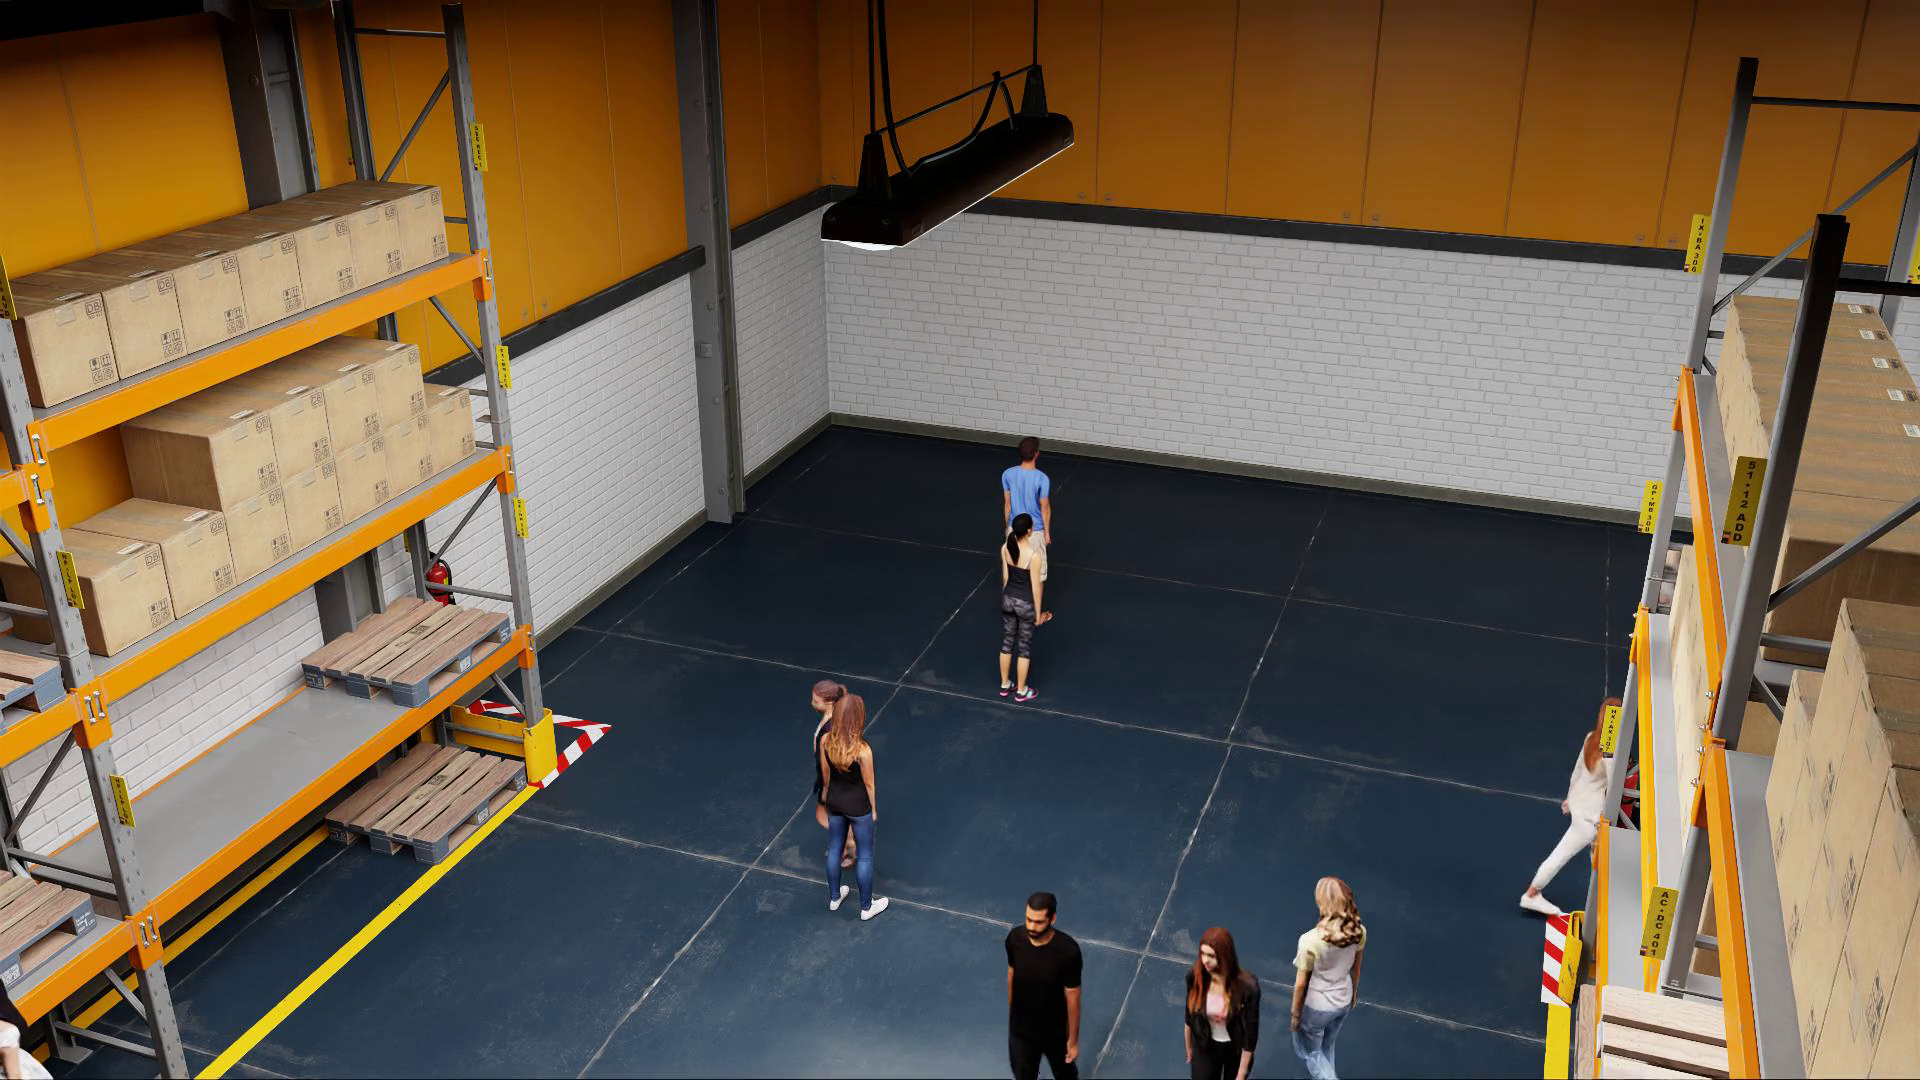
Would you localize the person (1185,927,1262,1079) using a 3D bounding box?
[{"bbox_3d":[1.509,2.841,9.353,0.593,1.657,1.136,8,25,19],"label":"person"}]

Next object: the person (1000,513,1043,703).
[{"bbox_3d":[0.514,0.579,14.442,0.619,1.724,0.618,17,29,34],"label":"person"}]

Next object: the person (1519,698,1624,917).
[{"bbox_3d":[4.257,1.892,11.516,0.856,1.662,1.118,2,24,4],"label":"person"}]

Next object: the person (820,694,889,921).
[{"bbox_3d":[-0.767,1.845,11.549,0.617,1.723,0.569,12,27,26],"label":"person"}]

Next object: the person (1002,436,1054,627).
[{"bbox_3d":[0.630,-0.094,15.809,0.662,1.863,0.575,11,26,23],"label":"person"}]

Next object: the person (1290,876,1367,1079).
[{"bbox_3d":[2.141,2.725,9.552,0.956,1.709,1.013,-10,25,-21],"label":"person"}]

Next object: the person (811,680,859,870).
[{"bbox_3d":[-0.829,1.718,12.069,0.640,1.539,0.576,6,24,13],"label":"person"}]

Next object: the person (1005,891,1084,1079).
[{"bbox_3d":[0.513,2.725,9.513,0.652,1.741,1.086,9,25,19],"label":"person"}]
